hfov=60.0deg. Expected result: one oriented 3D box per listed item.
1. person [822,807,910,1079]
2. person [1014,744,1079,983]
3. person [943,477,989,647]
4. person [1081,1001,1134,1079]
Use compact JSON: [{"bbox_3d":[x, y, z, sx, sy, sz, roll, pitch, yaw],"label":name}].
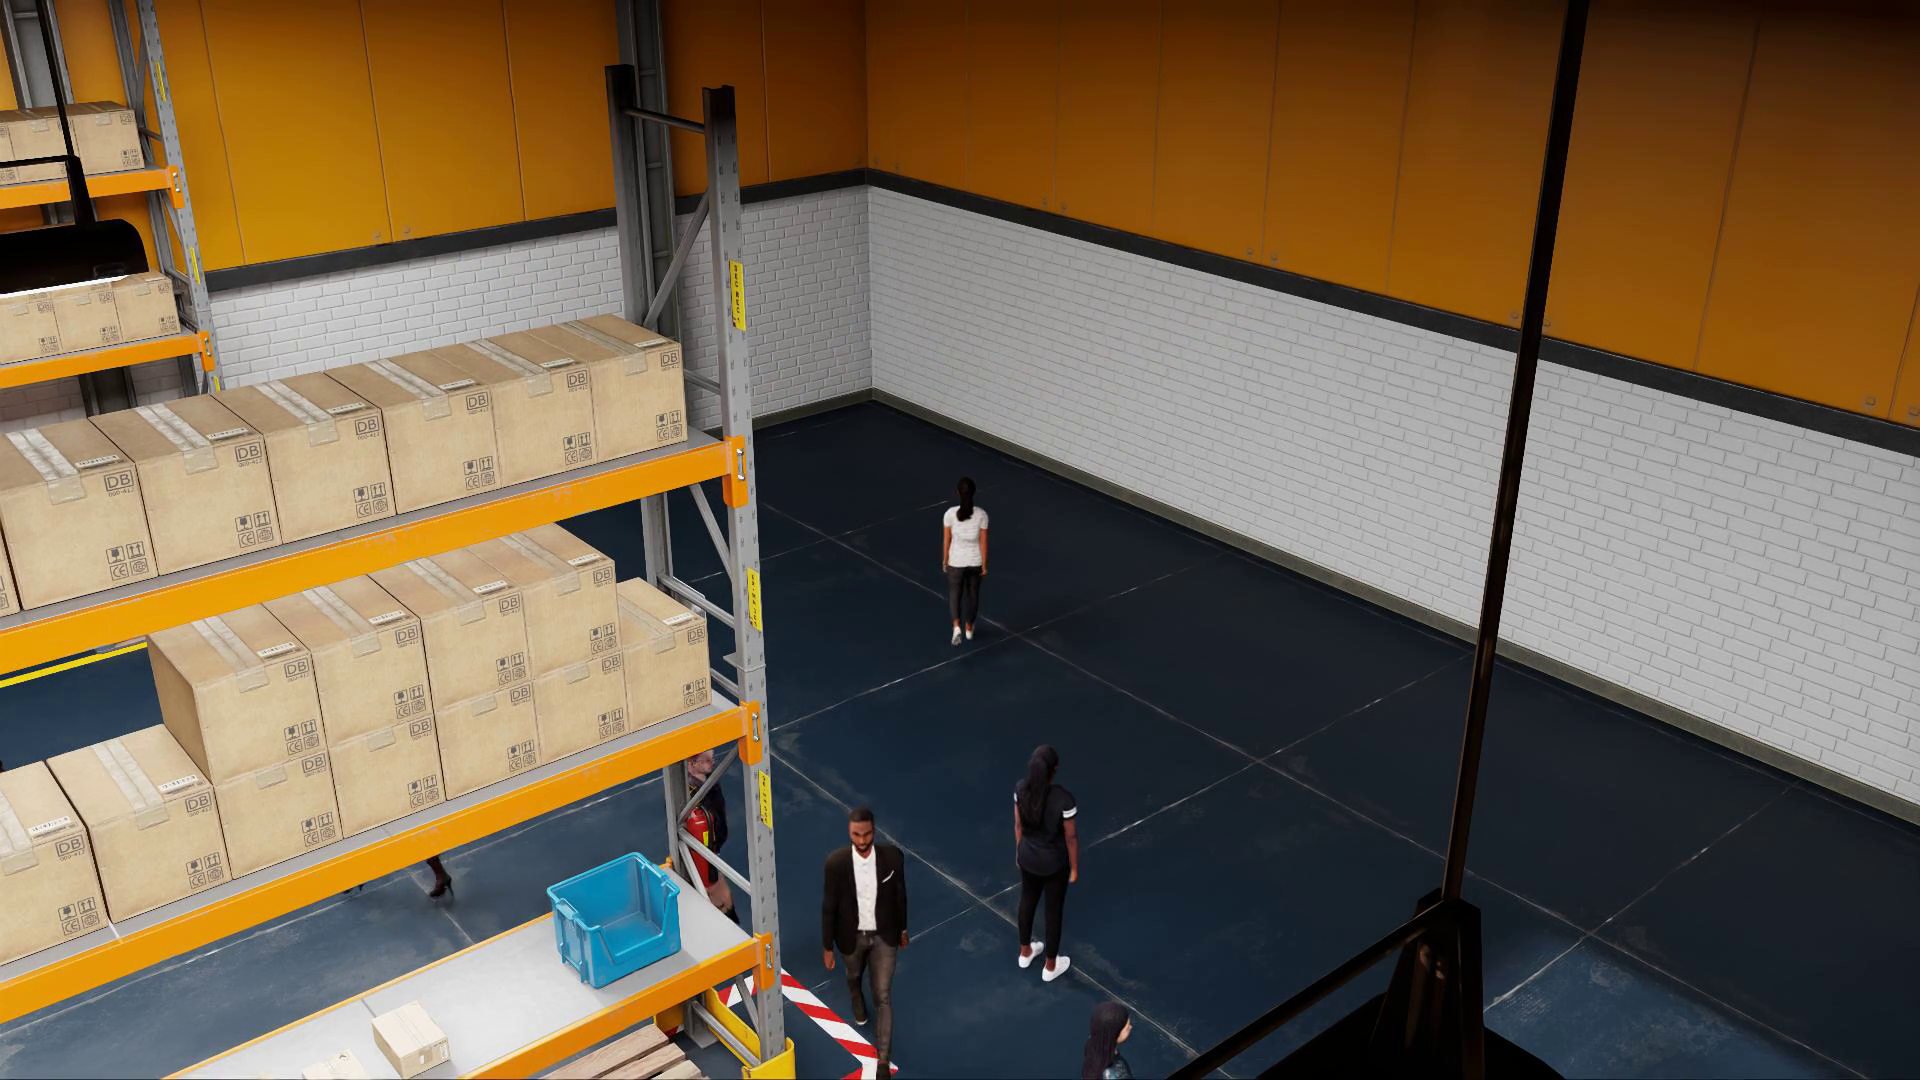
[{"bbox_3d":[-0.594,2.379,10.202,1.243,1.753,1.180,-3,24,-7],"label":"person"},{"bbox_3d":[0.558,2.104,10.860,0.679,1.730,0.694,15,28,30],"label":"person"},{"bbox_3d":[0.059,0.239,15.254,0.916,1.627,0.946,0,24,1],"label":"person"},{"bbox_3d":[0.744,3.097,8.581,0.632,1.737,0.632,-5,24,-12],"label":"person"}]
